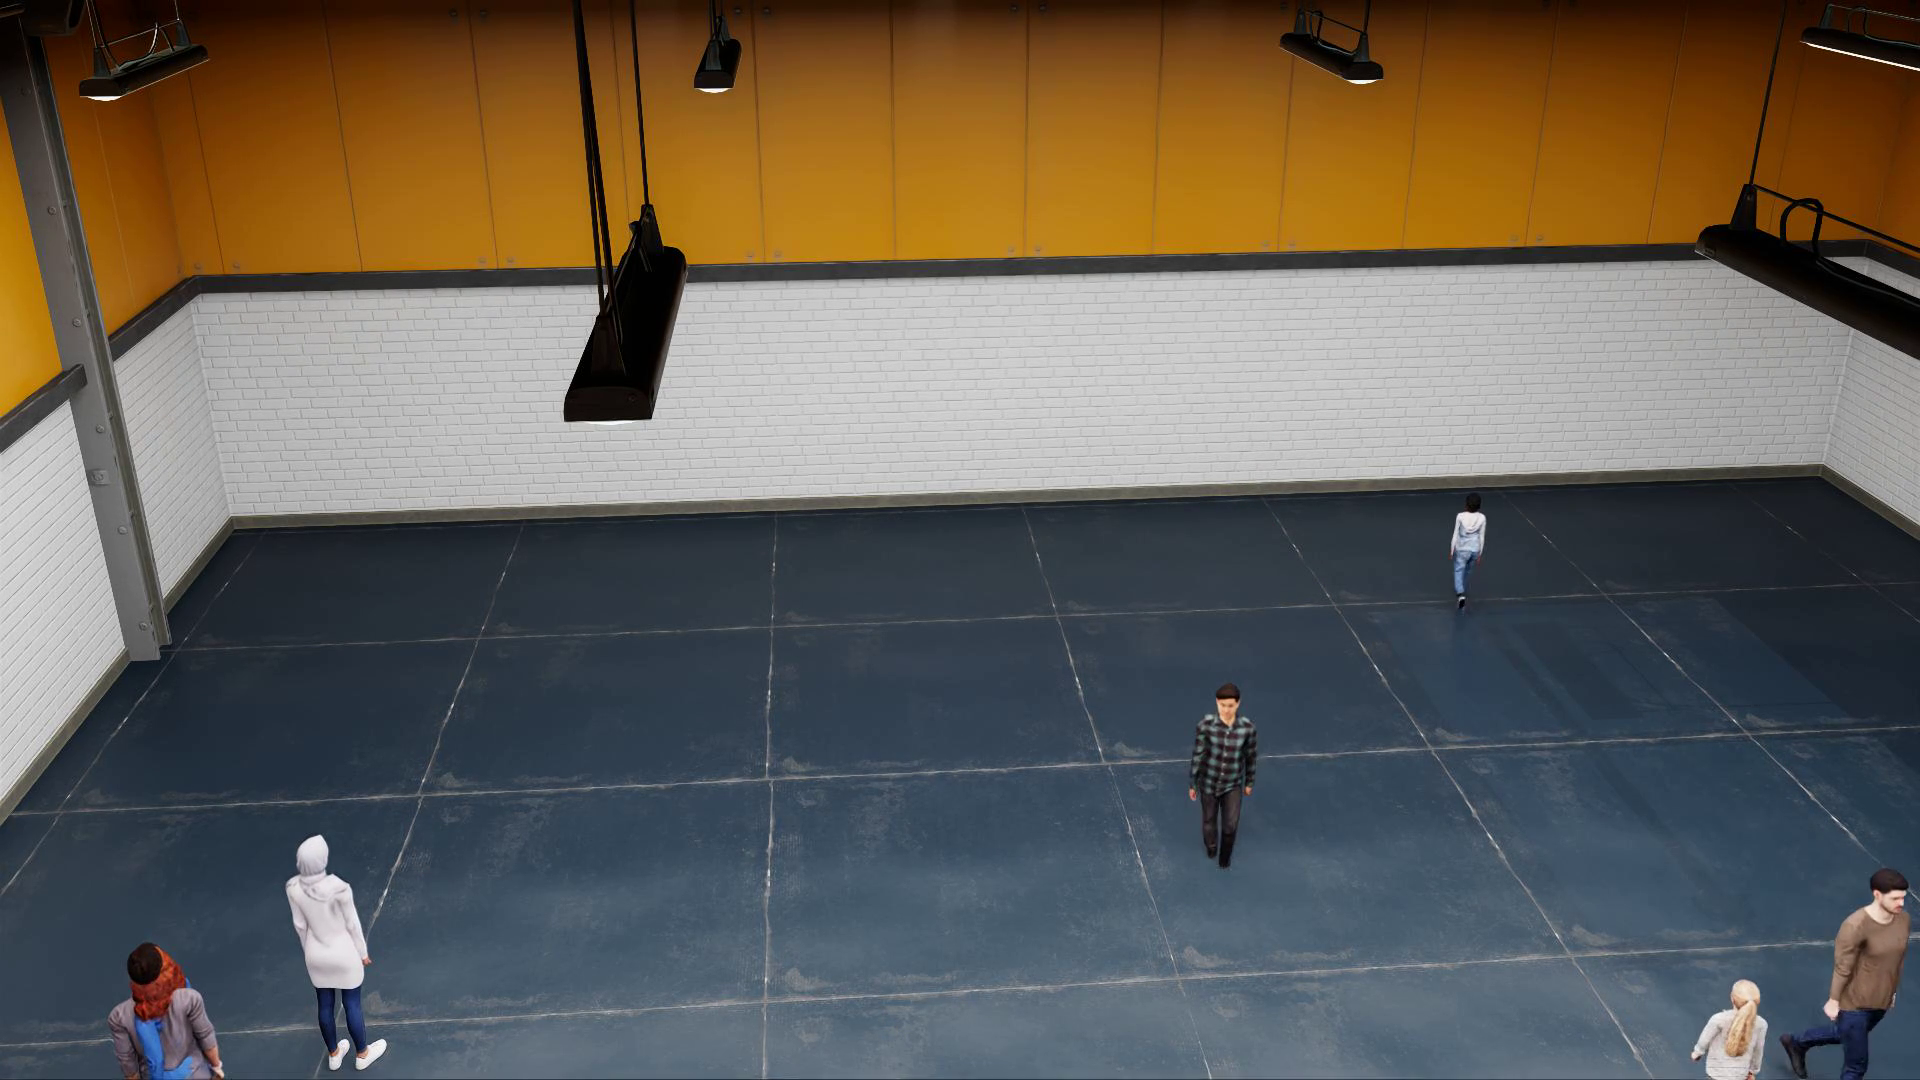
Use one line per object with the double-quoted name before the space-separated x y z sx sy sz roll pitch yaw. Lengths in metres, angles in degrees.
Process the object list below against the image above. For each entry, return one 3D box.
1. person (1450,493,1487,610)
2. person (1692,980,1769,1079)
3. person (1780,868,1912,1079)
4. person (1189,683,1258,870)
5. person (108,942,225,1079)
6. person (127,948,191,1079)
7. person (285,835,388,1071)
"person" 5.367 0.113 17.599 0.570 1.244 0.856 2 24 5
"person" 4.760 3.312 10.285 0.536 1.242 0.869 0 24 0
"person" 5.668 2.851 10.566 0.885 1.860 1.212 -9 25 -20
"person" 2.080 1.873 13.260 0.766 1.701 0.725 5 24 12
"person" -4.643 3.176 9.832 0.730 1.854 0.646 -9 25 -19
"person" -4.637 3.174 9.870 0.739 1.827 0.600 4 24 10
"person" -4.137 2.727 10.956 0.652 1.776 0.593 3 24 7
